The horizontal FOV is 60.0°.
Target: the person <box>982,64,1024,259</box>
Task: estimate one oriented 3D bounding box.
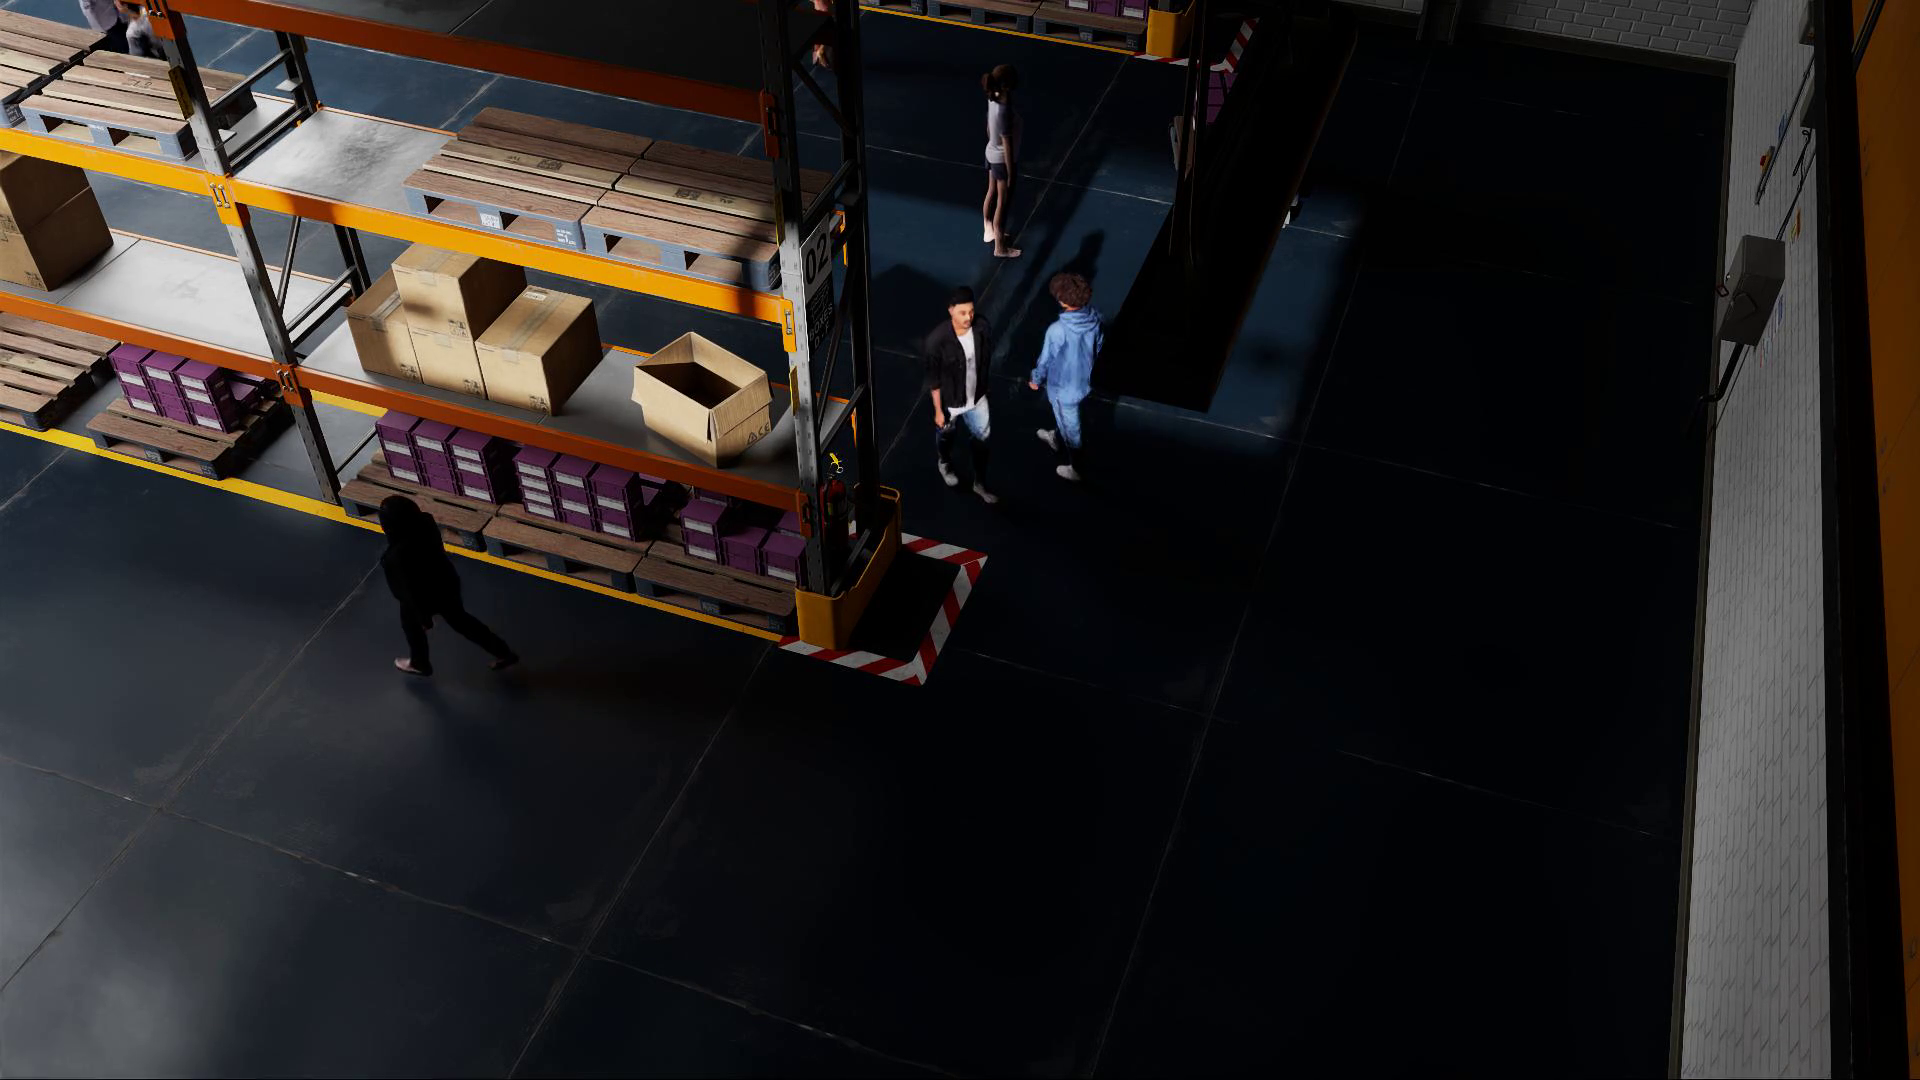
[{"bbox_3d":[0.356,-3.289,14.358,0.720,1.766,0.676,-13,45,-13],"label":"person"}]

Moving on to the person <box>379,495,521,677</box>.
[{"bbox_3d":[-3.317,0.344,10.680,1.134,1.578,0.759,8,44,9],"label":"person"}]

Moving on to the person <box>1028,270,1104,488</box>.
[{"bbox_3d":[0.864,-1.116,12.066,0.889,1.779,1.012,-34,53,-30],"label":"person"}]

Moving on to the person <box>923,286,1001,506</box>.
[{"bbox_3d":[-0.055,-1.140,12.083,0.980,1.792,1.039,-18,46,-18],"label":"person"}]
